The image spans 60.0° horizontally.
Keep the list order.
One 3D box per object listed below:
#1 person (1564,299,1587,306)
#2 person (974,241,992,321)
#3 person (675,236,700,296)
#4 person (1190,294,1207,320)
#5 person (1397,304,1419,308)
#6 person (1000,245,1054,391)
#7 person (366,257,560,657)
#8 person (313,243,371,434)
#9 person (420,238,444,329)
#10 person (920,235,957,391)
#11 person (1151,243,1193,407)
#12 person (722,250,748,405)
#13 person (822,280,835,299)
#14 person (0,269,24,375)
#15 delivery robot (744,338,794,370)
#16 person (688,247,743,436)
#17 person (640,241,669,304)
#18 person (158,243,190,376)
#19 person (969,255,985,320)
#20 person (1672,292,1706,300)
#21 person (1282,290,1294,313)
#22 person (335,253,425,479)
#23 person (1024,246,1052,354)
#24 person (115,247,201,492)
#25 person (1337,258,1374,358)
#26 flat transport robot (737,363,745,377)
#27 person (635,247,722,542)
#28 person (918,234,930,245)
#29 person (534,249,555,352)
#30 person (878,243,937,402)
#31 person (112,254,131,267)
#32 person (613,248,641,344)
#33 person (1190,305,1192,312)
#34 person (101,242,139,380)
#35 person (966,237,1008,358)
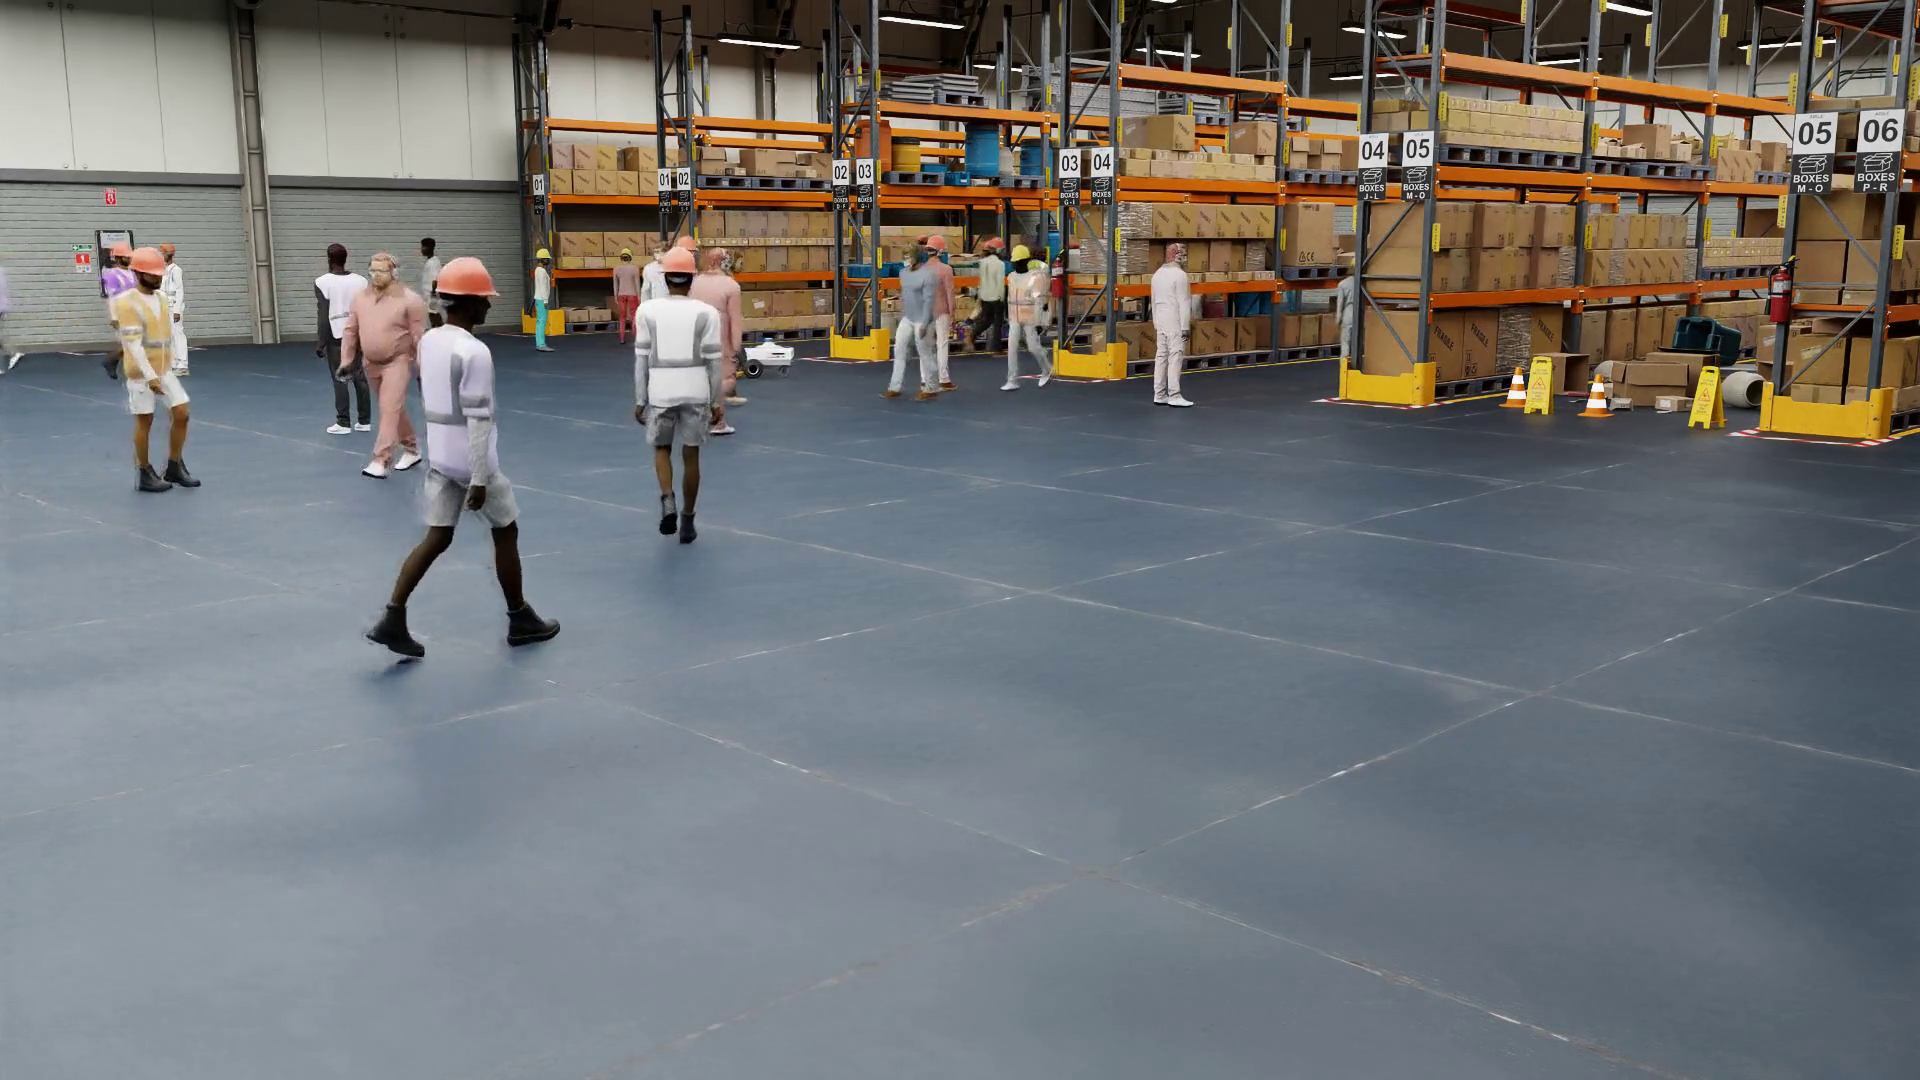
[{"bbox_3d":[9.984,-3.779,26.974,0.318,1.697,0.534,-3,11,-15],"label":"person"},{"bbox_3d":[0.487,-4.771,31.873,0.988,1.894,0.563,-8,13,-38],"label":"person"},{"bbox_3d":[-3.585,-2.901,21.386,1.034,2.008,0.603,6,12,31],"label":"person"},{"bbox_3d":[4.346,-4.709,31.417,0.642,1.923,0.584,10,14,44],"label":"person"},{"bbox_3d":[6.293,-3.126,22.935,0.417,1.866,0.587,-10,14,-43],"label":"person"},{"bbox_3d":[0.900,-2.913,21.774,0.590,1.888,0.914,8,13,39],"label":"person"},{"bbox_3d":[-2.406,-0.390,7.938,0.542,1.906,0.948,8,13,38],"label":"person"},{"bbox_3d":[-6.264,-2.049,16.933,0.374,1.916,0.596,8,13,36],"label":"person"},{"bbox_3d":[-9.221,-4.289,29.083,0.409,1.957,0.644,-3,11,-15],"label":"person"},{"bbox_3d":[-0.312,-2.941,21.591,0.612,1.995,0.376,6,12,31],"label":"person"},{"bbox_3d":[2.526,-2.533,19.606,0.402,1.906,0.651,-5,12,-27],"label":"person"},{"bbox_3d":[-2.744,-2.507,19.682,0.447,1.824,0.539,-3,11,-14],"label":"person"},{"bbox_3d":[-2.832,-5.617,36.339,0.373,1.940,0.628,-8,13,-38],"label":"person"},{"bbox_3d":[-13.883,-3.323,23.891,0.493,1.913,0.620,-3,11,-16],"label":"person"},{"bbox_3d":[-2.719,-2.638,23.730,0.707,0.478,0.477,-1,10,-7],"label":"delivery robot"},{"bbox_3d":[-2.468,-1.961,16.562,0.657,1.888,0.693,7,12,32],"label":"person"},{"bbox_3d":[-4.070,-3.127,22.803,0.631,1.919,0.437,4,11,22],"label":"person"},{"bbox_3d":[-11.312,-3.298,23.838,0.574,1.885,0.355,9,14,41],"label":"person"},{"bbox_3d":[0.428,-5.011,33.942,0.505,1.613,0.356,7,12,33],"label":"person"},{"bbox_3d":[12.643,-4.168,28.806,0.594,1.807,0.798,9,14,42],"label":"person"},{"bbox_3d":[7.648,-6.116,39.433,0.943,1.792,0.591,-8,13,-38],"label":"person"},{"bbox_3d":[-4.815,-1.465,13.952,0.648,1.851,1.030,3,11,15],"label":"person"},{"bbox_3d":[1.288,-4.032,28.013,0.529,1.830,0.631,-8,13,-39],"label":"person"},{"bbox_3d":[-6.286,-1.319,12.982,0.599,1.903,0.561,3,11,18],"label":"person"},{"bbox_3d":[5.449,-3.046,22.933,0.481,1.718,0.389,4,11,19],"label":"person"},{"bbox_3d":[-3.769,-2.428,23.614,1.431,0.197,0.652,1,11,8],"label":"flat transport robot"},{"bbox_3d":[-1.843,-0.949,10.916,0.575,1.924,0.415,-1,10,-5],"label":"person"},{"bbox_3d":[-0.852,-5.706,36.569,0.629,2.028,0.687,8,13,39],"label":"person"},{"bbox_3d":[-7.204,-4.152,28.819,0.327,1.767,0.533,-4,11,-23],"label":"person"},{"bbox_3d":[-0.604,-2.582,19.916,0.906,1.889,0.674,-10,14,-43],"label":"person"},{"bbox_3d":[-14.265,-4.123,28.478,0.404,1.833,0.592,-3,11,-17],"label":"person"},{"bbox_3d":[-6.161,-4.514,30.828,0.525,1.755,0.330,1,10,8],"label":"person"},{"bbox_3d":[3.597,-3.910,27.215,0.328,1.872,0.509,-9,14,-41],"label":"person"},{"bbox_3d":[-11.421,-3.102,22.710,0.823,1.912,0.551,2,11,10],"label":"person"},{"bbox_3d":[0.478,-3.990,27.387,0.687,1.972,0.629,-8,13,-37],"label":"person"}]
